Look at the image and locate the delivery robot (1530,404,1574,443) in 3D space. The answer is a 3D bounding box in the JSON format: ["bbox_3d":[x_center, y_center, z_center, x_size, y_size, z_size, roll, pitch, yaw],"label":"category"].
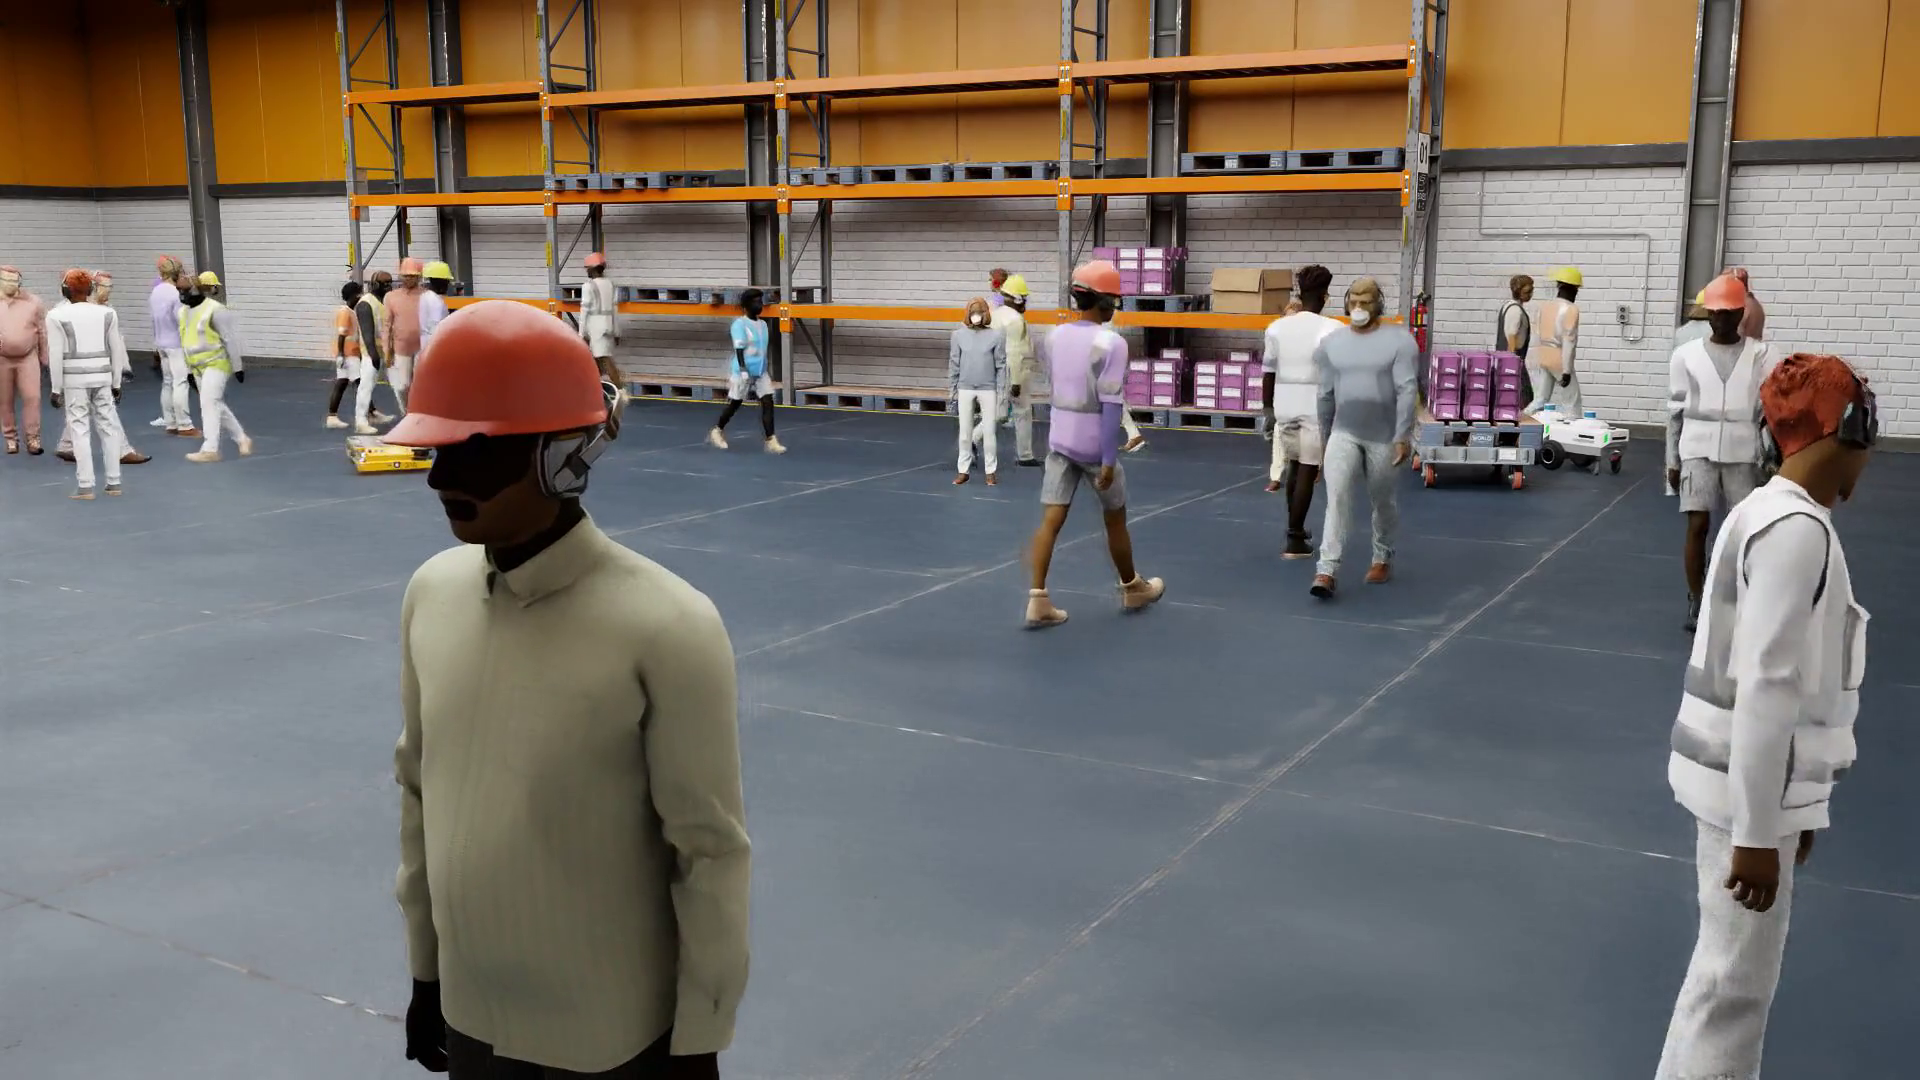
[{"bbox_3d":[5.653,-1.066,15.970,0.477,0.478,0.707,0,10,-3],"label":"delivery robot"}]

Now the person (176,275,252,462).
[{"bbox_3d":[-7.256,-1.680,16.229,0.687,1.800,0.784,7,12,34],"label":"person"}]

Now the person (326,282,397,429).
[{"bbox_3d":[-6.828,-2.086,18.864,0.862,1.653,0.548,-2,10,-9],"label":"person"}]

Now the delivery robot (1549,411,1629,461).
[{"bbox_3d":[5.764,-0.939,15.250,0.477,0.478,0.707,-5,11,-27],"label":"delivery robot"}]

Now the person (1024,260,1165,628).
[{"bbox_3d":[0.719,-0.529,9.142,1.045,1.986,0.631,-10,14,-44],"label":"person"}]

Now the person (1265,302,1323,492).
[{"bbox_3d":[2.898,-1.231,14.220,0.502,1.600,0.799,7,12,33],"label":"person"}]

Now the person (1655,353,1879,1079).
[{"bbox_3d":[1.638,0.557,3.415,0.346,1.849,0.672,5,11,25],"label":"person"}]

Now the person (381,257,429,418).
[{"bbox_3d":[-5.936,-2.082,18.036,0.650,1.958,0.897,-2,10,-14],"label":"person"}]

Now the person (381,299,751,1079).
[{"bbox_3d":[-0.590,0.658,2.396,0.622,1.992,0.396,6,12,31],"label":"person"}]

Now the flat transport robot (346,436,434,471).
[{"bbox_3d":[-5.416,-0.840,15.758,0.652,0.197,1.431,-5,11,-24],"label":"flat transport robot"}]

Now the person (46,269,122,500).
[{"bbox_3d":[-7.178,-1.274,13.672,0.434,1.882,0.589,8,13,37],"label":"person"}]

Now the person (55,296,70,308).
[{"bbox_3d":[-12.219,-2.786,23.068,0.518,1.584,0.872,-7,12,-34],"label":"person"}]

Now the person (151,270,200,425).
[{"bbox_3d":[-8.872,-2.213,19.084,0.996,1.875,0.590,1,10,7],"label":"person"}]

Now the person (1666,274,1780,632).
[{"bbox_3d":[4.133,-0.485,9.068,0.548,1.922,0.688,4,11,22],"label":"person"}]

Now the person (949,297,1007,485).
[{"bbox_3d":[0.150,-1.286,14.432,0.507,1.632,0.277,2,10,12],"label":"person"}]

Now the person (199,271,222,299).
[{"bbox_3d":[-8.982,-2.333,19.982,0.311,1.768,0.533,-9,13,-40],"label":"person"}]

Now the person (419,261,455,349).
[{"bbox_3d":[-5.592,-2.014,17.784,0.450,1.903,0.624,-6,11,-29],"label":"person"}]

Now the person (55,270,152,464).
[{"bbox_3d":[-8.251,-1.640,15.847,0.944,1.858,0.682,0,10,0],"label":"person"}]

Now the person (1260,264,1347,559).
[{"bbox_3d":[2.378,-0.857,11.117,0.603,1.939,0.740,10,14,43],"label":"person"}]

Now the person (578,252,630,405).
[{"bbox_3d":[-4.699,-2.731,21.618,1.032,1.994,0.623,5,11,24],"label":"person"}]

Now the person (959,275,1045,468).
[{"bbox_3d":[0.401,-1.541,15.403,0.779,1.806,0.600,-4,11,-21],"label":"person"}]

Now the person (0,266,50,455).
[{"bbox_3d":[-9.346,-1.754,16.417,0.684,1.860,0.915,-7,12,-33],"label":"person"}]

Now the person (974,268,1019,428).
[{"bbox_3d":[0.375,-2.177,18.992,0.894,1.806,0.574,5,11,26],"label":"person"}]

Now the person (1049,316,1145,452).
[{"bbox_3d":[1.416,-1.754,16.618,1.020,1.828,0.531,-2,10,-11],"label":"person"}]

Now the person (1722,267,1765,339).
[{"bbox_3d":[6.984,-1.491,14.900,0.466,1.887,0.673,9,13,42],"label":"person"}]

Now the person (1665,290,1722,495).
[{"bbox_3d":[6.167,-1.222,13.838,0.654,1.709,0.491,-7,12,-33],"label":"person"}]

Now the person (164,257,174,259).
[{"bbox_3d":[-12.614,-3.582,26.693,0.907,1.891,0.567,4,11,23],"label":"person"}]

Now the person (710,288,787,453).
[{"bbox_3d":[-2.153,-1.710,16.746,0.856,1.664,0.522,7,12,36],"label":"person"}]

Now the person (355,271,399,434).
[{"bbox_3d":[-6.309,-2.049,18.300,0.948,1.792,0.670,4,11,20],"label":"person"}]

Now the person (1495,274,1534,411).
[{"bbox_3d":[5.571,-1.792,16.844,0.922,1.799,0.524,-1,10,-4],"label":"person"}]

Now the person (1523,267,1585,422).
[{"bbox_3d":[5.837,-1.748,16.381,0.924,1.881,0.597,-3,10,-14],"label":"person"}]

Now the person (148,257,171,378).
[{"bbox_3d":[-12.224,-3.372,25.510,0.631,1.904,0.583,-1,10,-5],"label":"person"}]

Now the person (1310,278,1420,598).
[{"bbox_3d":[2.393,-0.606,9.896,0.638,1.883,1.064,5,11,27],"label":"person"}]

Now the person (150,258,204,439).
[{"bbox_3d":[-8.464,-2.059,17.943,0.631,1.939,0.371,8,13,38],"label":"person"}]
